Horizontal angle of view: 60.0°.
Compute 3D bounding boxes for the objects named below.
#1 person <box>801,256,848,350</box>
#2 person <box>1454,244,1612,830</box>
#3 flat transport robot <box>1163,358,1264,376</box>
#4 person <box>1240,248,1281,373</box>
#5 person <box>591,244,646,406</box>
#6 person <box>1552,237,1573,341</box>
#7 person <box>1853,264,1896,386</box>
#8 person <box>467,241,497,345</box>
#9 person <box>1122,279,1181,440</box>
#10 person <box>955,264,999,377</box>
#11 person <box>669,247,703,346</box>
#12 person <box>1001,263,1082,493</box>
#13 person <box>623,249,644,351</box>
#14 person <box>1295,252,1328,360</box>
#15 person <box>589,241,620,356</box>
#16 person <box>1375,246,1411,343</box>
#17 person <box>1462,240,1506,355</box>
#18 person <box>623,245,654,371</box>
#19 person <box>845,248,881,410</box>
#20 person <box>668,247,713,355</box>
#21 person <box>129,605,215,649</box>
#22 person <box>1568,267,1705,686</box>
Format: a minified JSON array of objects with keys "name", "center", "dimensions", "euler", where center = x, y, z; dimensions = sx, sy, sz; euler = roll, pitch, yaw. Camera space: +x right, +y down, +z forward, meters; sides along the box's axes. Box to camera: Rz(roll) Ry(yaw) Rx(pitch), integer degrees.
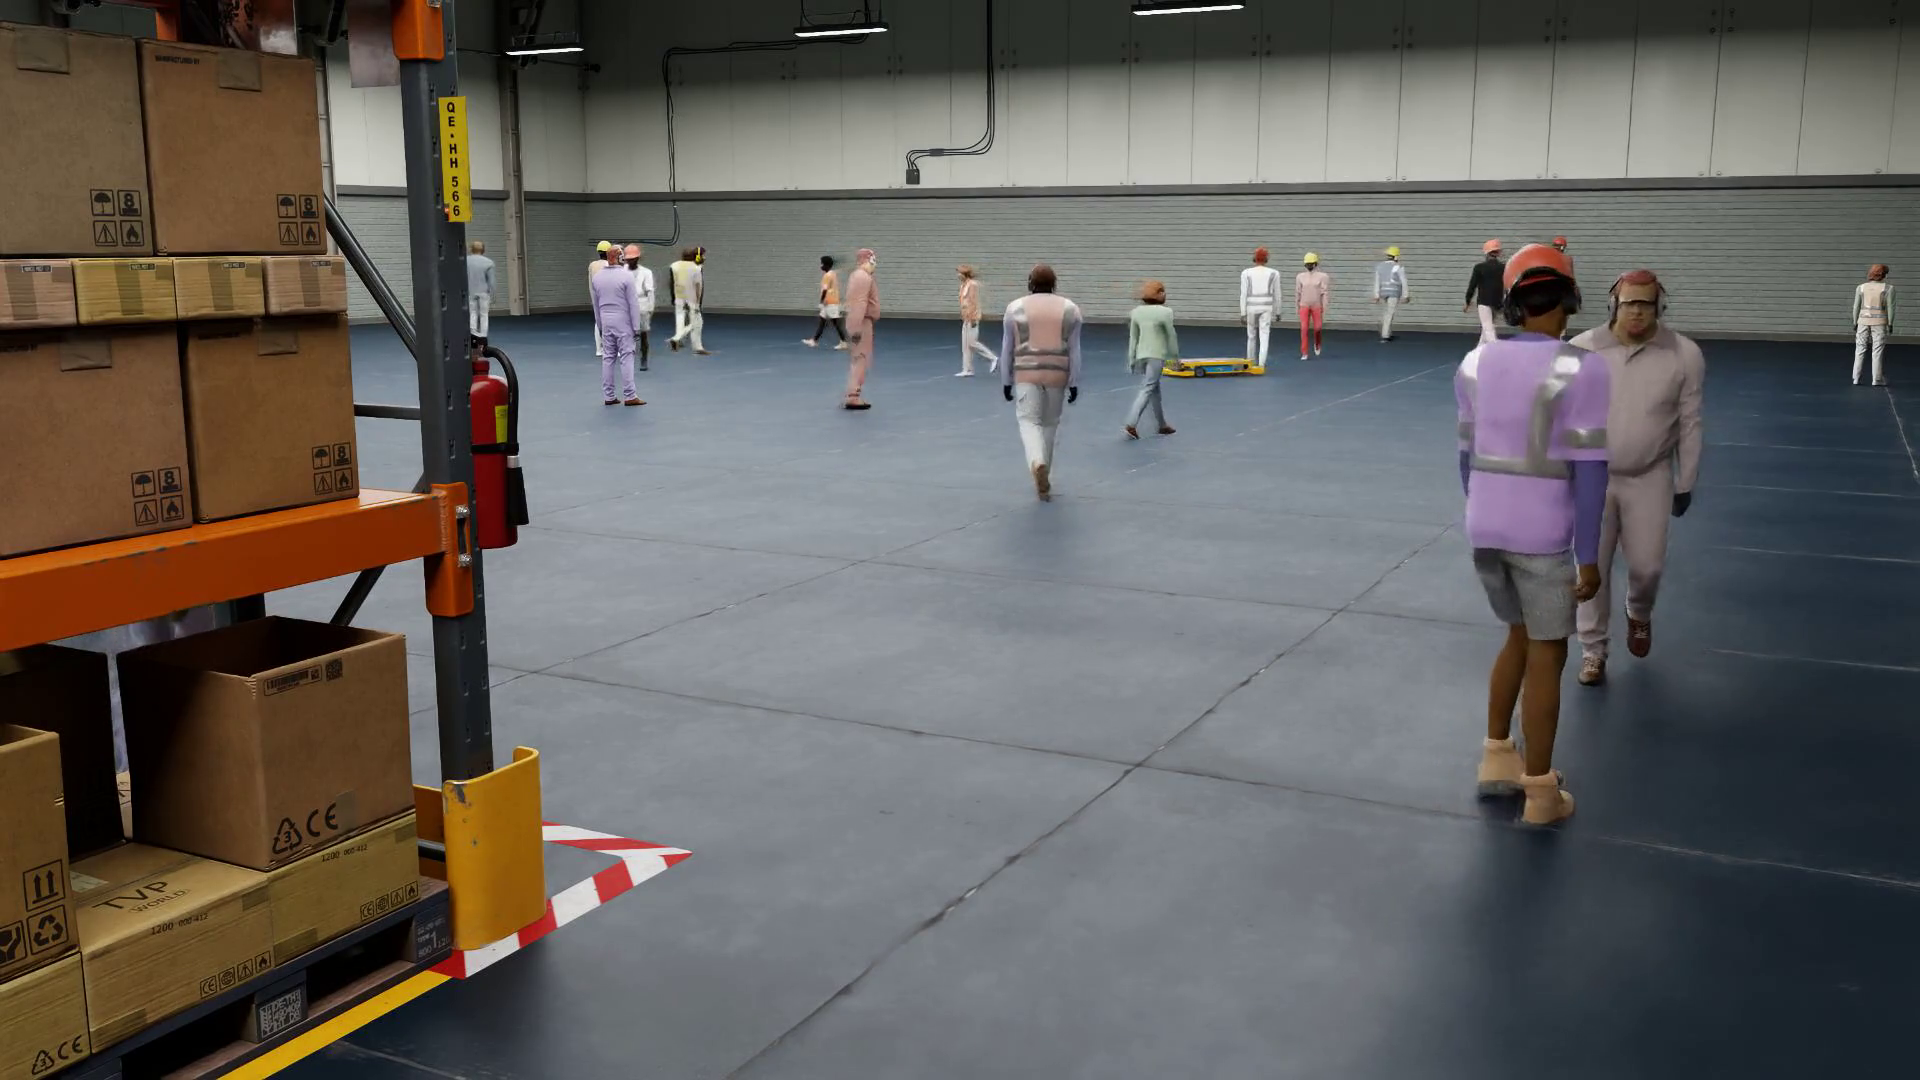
[{"name":"person","center":[-2.384,-4.178,29.361],"dimensions":[0.874,1.644,0.554],"euler":[1,10,3]},{"name":"person","center":[1.992,-0.022,5.818],"dimensions":[0.453,2.003,0.621],"euler":[-6,12,-29]},{"name":"flat transport robot","center":[3.612,-2.509,24.054],"dimensions":[1.431,0.197,0.652],"euler":[-4,11,-19]},{"name":"person","center":[4.464,-3.415,24.734],"dimensions":[0.592,1.839,0.988],"euler":[1,10,8]},{"name":"person","center":[-4.055,-2.553,19.820],"dimensions":[0.642,1.913,0.409],"euler":[5,12,26]},{"name":"person","center":[11.471,-4.817,31.963],"dimensions":[0.609,1.986,0.391],"euler":[7,12,34]},{"name":"person","center":[12.278,-2.885,22.370],"dimensions":[0.312,1.639,0.518],"euler":[-9,13,-39]},{"name":"person","center":[-8.814,-4.523,30.530],"dimensions":[0.648,1.920,0.442],"euler":[0,10,0]},{"name":"person","center":[1.892,-1.807,16.619],"dimensions":[0.853,1.595,0.494],"euler":[-9,14,-40]},{"name":"person","center":[0.217,-3.139,23.803],"dimensions":[0.555,1.616,0.559],"euler":[-3,11,-15]},{"name":"person","center":[-4.967,-4.407,30.195],"dimensions":[0.621,1.823,0.815],"euler":[0,10,0]},{"name":"person","center":[0.643,-1.257,13.051],"dimensions":[0.621,1.819,0.803],"euler":[-1,10,-5]},{"name":"person","center":[-5.774,-4.218,29.216],"dimensions":[0.564,1.803,0.987],"euler":[-5,12,-27]},{"name":"person","center":[5.728,-3.811,27.104],"dimensions":[0.546,1.750,0.485],"euler":[4,11,19]},{"name":"person","center":[-5.918,-4.020,27.773],"dimensions":[0.588,1.927,0.370],"euler":[5,12,27]},{"name":"person","center":[8.254,-4.653,31.557],"dimensions":[0.787,1.799,0.595],"euler":[-7,13,-35]},{"name":"person","center":[8.193,-3.672,25.856],"dimensions":[0.604,1.937,1.045],"euler":[-3,11,-17]},{"name":"person","center":[-4.785,-3.395,24.517],"dimensions":[0.559,1.872,1.047],"euler":[-1,10,-4]},{"name":"person","center":[-1.159,-2.475,19.515],"dimensions":[0.468,1.870,0.740],"euler":[-2,11,-12]},{"name":"person","center":[-4.568,-4.023,28.060],"dimensions":[0.725,1.835,0.582],"euler":[-5,11,-24]},{"name":"person","center":[-2.731,0.108,5.753],"dimensions":[0.521,1.746,0.405],"euler":[8,13,38]},{"name":"person","center":[3.016,-0.295,7.583],"dimensions":[0.641,1.885,0.552],"euler":[4,11,23]}]
